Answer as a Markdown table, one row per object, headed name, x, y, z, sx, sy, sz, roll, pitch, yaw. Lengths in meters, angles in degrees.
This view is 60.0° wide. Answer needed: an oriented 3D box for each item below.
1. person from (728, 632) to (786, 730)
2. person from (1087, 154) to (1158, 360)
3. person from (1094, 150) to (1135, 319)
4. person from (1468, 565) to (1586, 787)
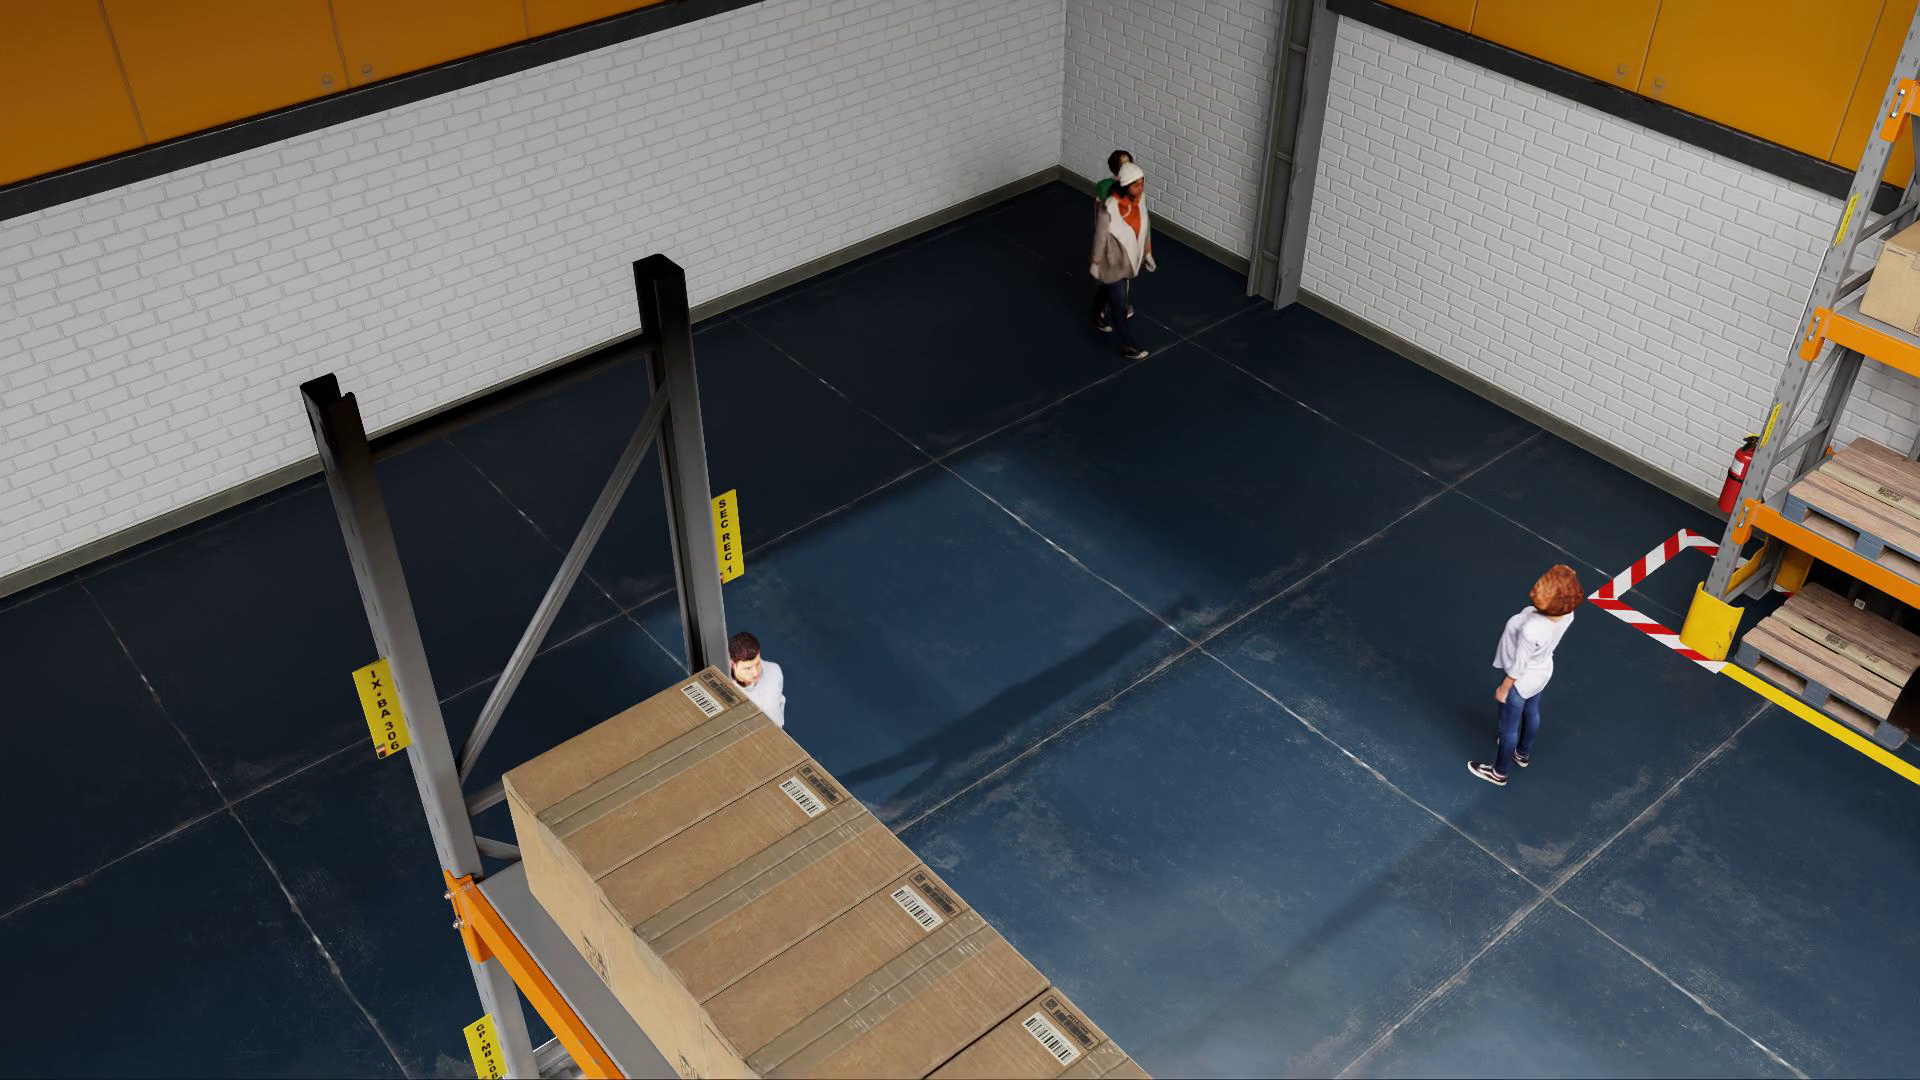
| name | x | y | z | sx | sy | sz | roll | pitch | yaw |
| --- | --- | --- | --- | --- | --- | --- | --- | --- | --- |
| person | -1.322 | 1.229 | 10.030 | 0.694 | 1.890 | 1.040 | -29 | 47 | -31 |
| person | 1.348 | -2.577 | 14.833 | 0.751 | 1.844 | 1.159 | -31 | 48 | -33 |
| person | 1.419 | -2.784 | 15.246 | 0.603 | 1.651 | 0.715 | 16 | 41 | 19 |
| person | 3.646 | 0.856 | 10.638 | 0.617 | 1.713 | 0.587 | -28 | 46 | -30 |
